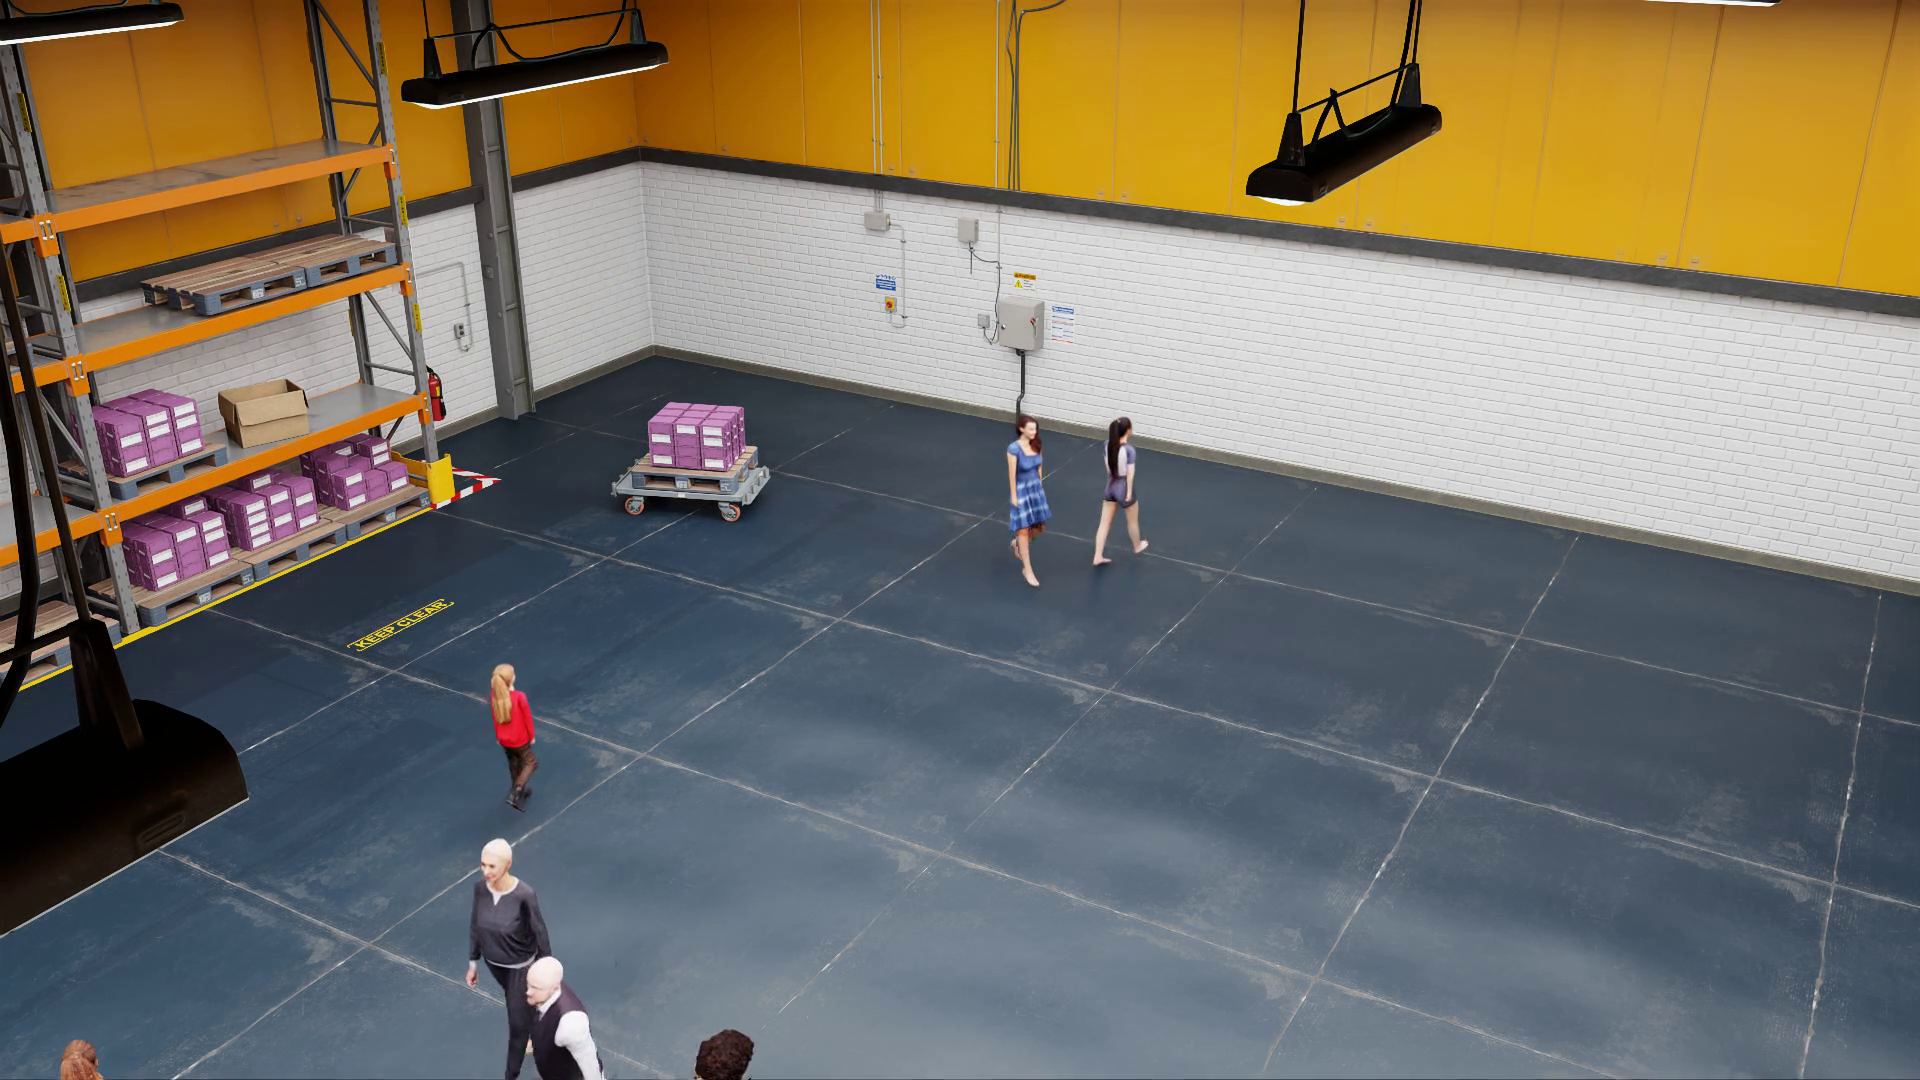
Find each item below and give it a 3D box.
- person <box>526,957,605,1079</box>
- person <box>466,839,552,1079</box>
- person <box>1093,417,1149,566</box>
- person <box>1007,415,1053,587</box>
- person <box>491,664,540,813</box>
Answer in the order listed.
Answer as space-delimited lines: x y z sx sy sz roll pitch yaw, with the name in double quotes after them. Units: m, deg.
-2.110 3.009 9.254 1.080 1.787 0.988 -13 27 -26 "person"
-2.759 2.560 10.402 0.718 1.690 1.083 9 25 20 "person"
1.611 -0.470 17.439 1.078 1.605 0.778 -22 32 -40 "person"
0.645 -0.428 17.107 0.863 1.794 0.876 -20 31 -38 "person"
-3.544 1.586 13.152 0.577 1.271 0.731 7 25 16 "person"
